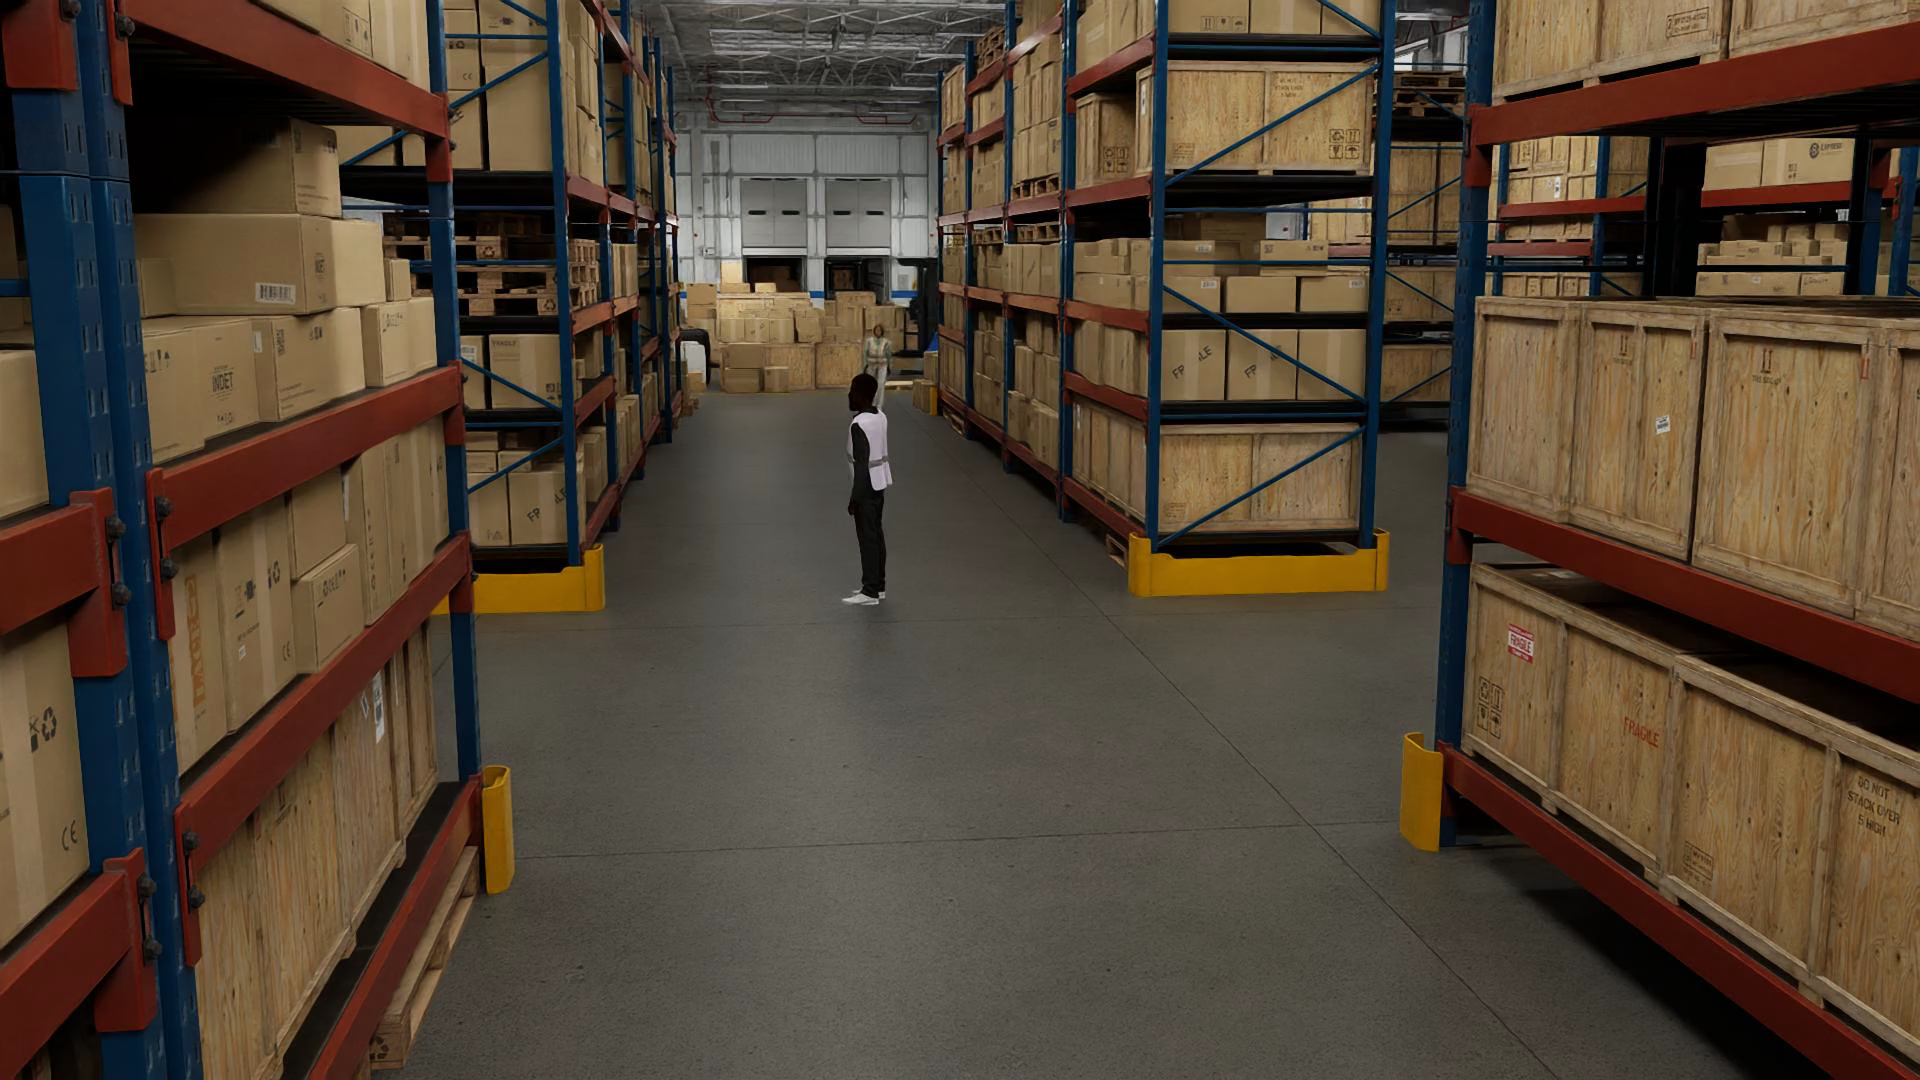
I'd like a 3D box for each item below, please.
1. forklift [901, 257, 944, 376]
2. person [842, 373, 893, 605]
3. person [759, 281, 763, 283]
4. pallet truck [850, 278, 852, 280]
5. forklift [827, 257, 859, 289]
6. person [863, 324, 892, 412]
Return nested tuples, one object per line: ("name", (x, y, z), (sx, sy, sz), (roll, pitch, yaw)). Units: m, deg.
("forklift", (-0.345, -5.250, 39.129), (1.873, 2.768, 1.129), (9, 13, 41))
("person", (-0.768, -0.421, 13.805), (0.392, 1.922, 0.592), (2, 10, 12))
("person", (-7.007, -8.180, 58.929), (0.372, 1.940, 0.630), (-2, 10, -13))
("pallet truck", (-3.782, -9.391, 65.808), (1.885, 1.965, 0.823), (2, 10, 10))
("forklift", (-3.284, -6.565, 46.785), (1.129, 2.768, 1.873), (-1, 10, -7))
("person", (-1.519, -3.194, 30.789), (0.540, 1.622, 0.446), (0, 10, 0))
